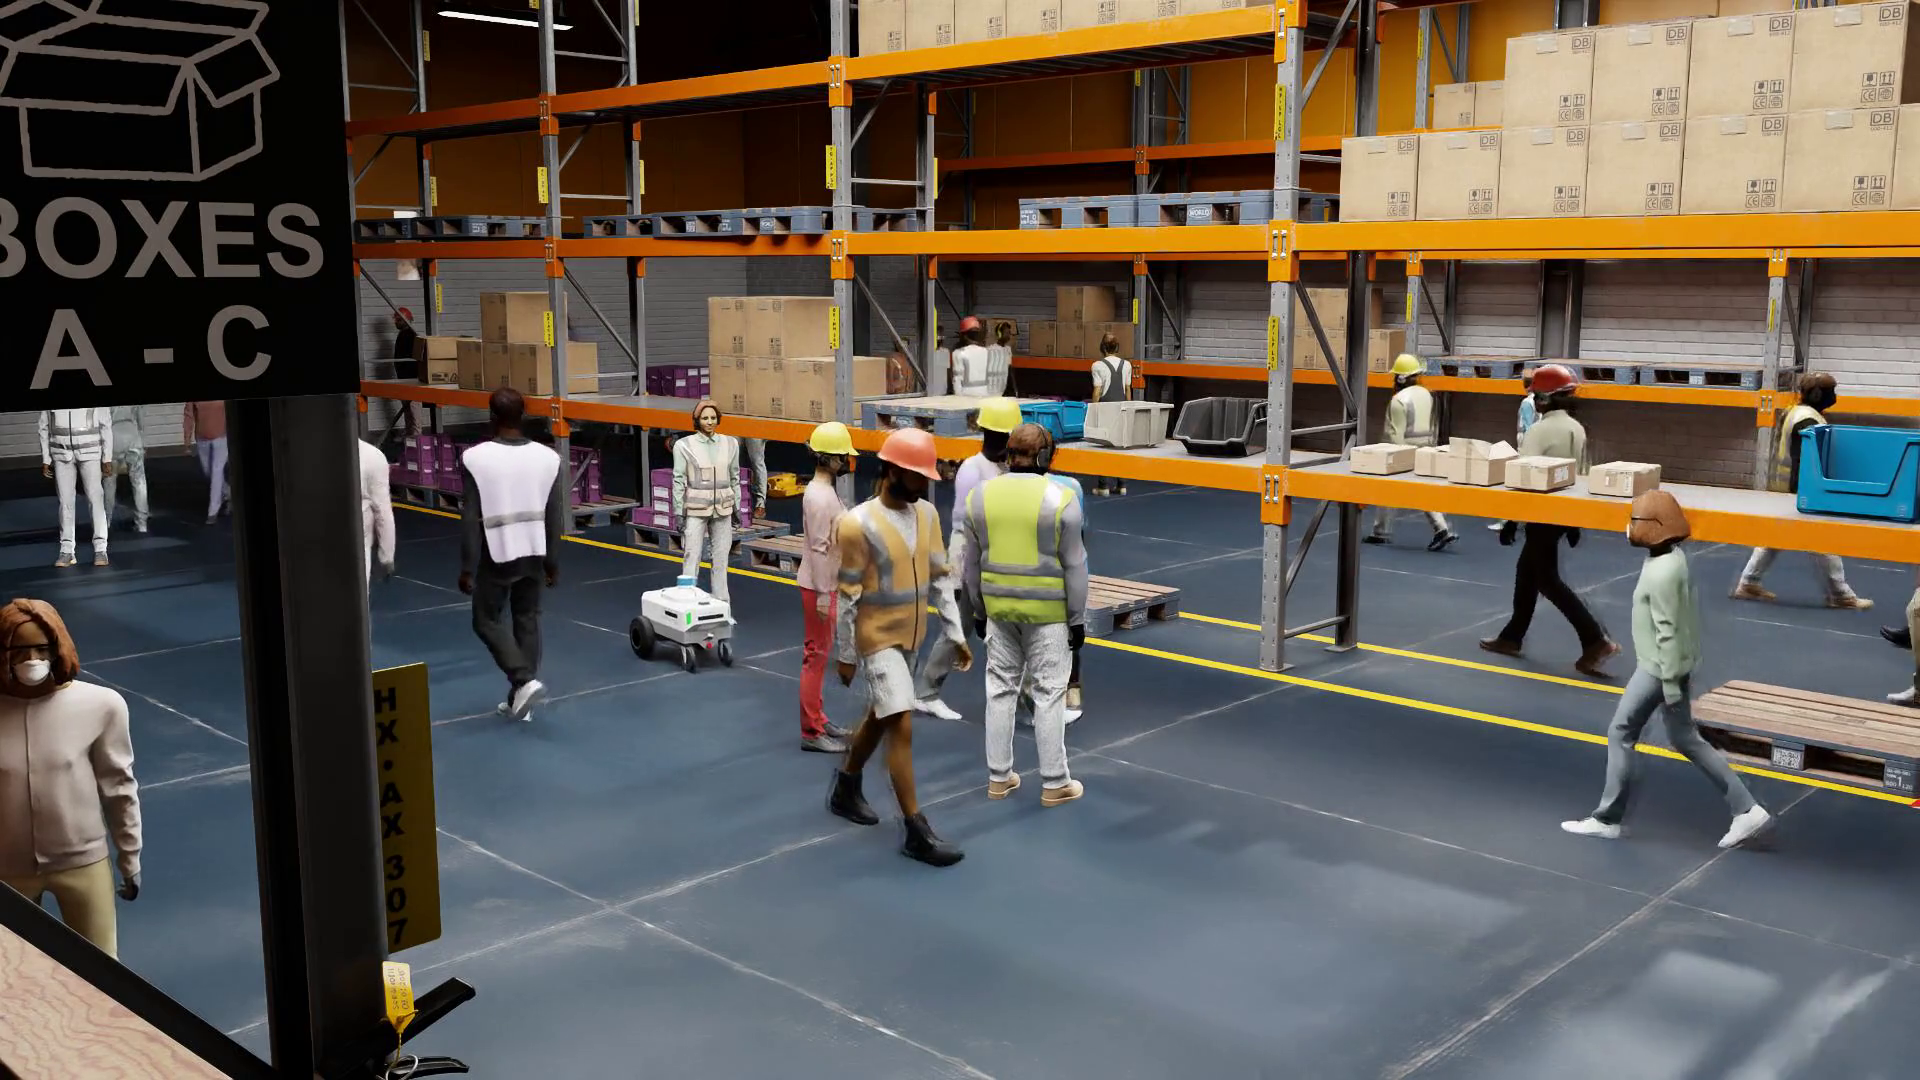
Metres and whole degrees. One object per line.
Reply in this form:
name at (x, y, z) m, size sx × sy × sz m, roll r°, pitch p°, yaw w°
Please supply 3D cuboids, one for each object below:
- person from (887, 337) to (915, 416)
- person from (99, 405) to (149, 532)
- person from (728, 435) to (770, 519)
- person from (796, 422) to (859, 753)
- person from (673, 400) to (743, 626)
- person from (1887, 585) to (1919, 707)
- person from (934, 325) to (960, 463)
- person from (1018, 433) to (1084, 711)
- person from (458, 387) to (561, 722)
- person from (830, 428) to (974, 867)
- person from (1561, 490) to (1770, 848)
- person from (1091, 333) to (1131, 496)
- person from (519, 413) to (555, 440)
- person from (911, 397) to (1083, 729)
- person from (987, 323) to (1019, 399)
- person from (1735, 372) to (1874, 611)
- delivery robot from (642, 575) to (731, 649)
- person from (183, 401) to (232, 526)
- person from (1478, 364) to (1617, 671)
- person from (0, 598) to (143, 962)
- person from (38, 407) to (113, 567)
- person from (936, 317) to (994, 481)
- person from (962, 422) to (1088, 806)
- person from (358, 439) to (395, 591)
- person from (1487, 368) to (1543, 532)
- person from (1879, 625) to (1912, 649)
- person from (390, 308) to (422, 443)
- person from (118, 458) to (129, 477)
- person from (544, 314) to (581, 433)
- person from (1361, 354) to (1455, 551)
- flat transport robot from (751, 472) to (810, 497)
person at (-0.822, -2.107, 23.792) m, size 0.541 × 1.584 × 0.877 m, roll -8°, pitch 12°, yaw -39°
person at (-8.237, -0.931, 16.274) m, size 0.891 × 1.682 × 0.508 m, roll 9°, pitch 13°, yaw 44°
person at (-2.196, -1.182, 17.068) m, size 0.627 × 1.941 × 0.370 m, roll 3°, pitch 10°, yaw 15°
person at (-0.699, 0.250, 8.849) m, size 0.335 × 1.762 × 0.520 m, roll 0°, pitch 9°, yaw -2°
person at (-1.796, -0.183, 11.860) m, size 0.523 × 1.638 × 0.311 m, roll -6°, pitch 11°, yaw -31°
person at (5.663, 0.087, 9.538) m, size 0.554 × 1.852 × 0.643 m, roll -3°, pitch 10°, yaw -17°
person at (-0.348, -1.964, 22.218) m, size 0.947 × 1.836 × 0.519 m, roll 8°, pitch 12°, yaw 40°
person at (0.487, 0.168, 9.689) m, size 0.539 × 1.660 × 0.852 m, roll -2°, pitch 10°, yaw -14°
person at (-2.500, 0.101, 9.310) m, size 0.613 × 1.905 × 0.487 m, roll -8°, pitch 12°, yaw -42°
person at (-0.315, 0.430, 7.393) m, size 0.943 × 1.884 × 0.545 m, roll 7°, pitch 12°, yaw 38°
person at (3.162, 0.574, 7.331) m, size 0.802 × 1.600 × 0.490 m, roll 5°, pitch 11°, yaw 30°
person at (1.688, -1.411, 18.760) m, size 0.506 × 1.846 × 0.348 m, roll -4°, pitch 10°, yaw -25°
person at (-6.323, -2.409, 24.714) m, size 0.633 × 1.908 × 0.848 m, roll 7°, pitch 12°, yaw 39°
person at (0.163, 0.137, 9.244) m, size 1.025 × 1.869 × 0.595 m, roll 3°, pitch 10°, yaw 15°
person at (0.592, -2.092, 23.042) m, size 0.993 × 1.809 × 0.522 m, roll 7°, pitch 11°, yaw 36°
person at (6.416, -0.379, 12.607) m, size 0.945 × 1.797 × 0.639 m, roll 4°, pitch 10°, yaw 21°
delivery robot at (-1.789, 0.475, 10.857) m, size 0.477 × 0.478 × 0.707 m, roll -7°, pitch 11°, yaw -36°
person at (-7.558, -1.045, 16.893) m, size 0.540 × 1.727 × 0.810 m, roll 0°, pitch 9°, yaw 1°
person at (3.839, -0.152, 10.705) m, size 0.612 × 1.964 × 0.954 m, roll -9°, pitch 13°, yaw -44°
person at (-2.661, 0.967, 4.858) m, size 0.501 × 1.629 × 0.272 m, roll -4°, pitch 10°, yaw -24°
person at (-7.602, -0.707, 14.317) m, size 0.572 × 1.887 × 0.356 m, roll -3°, pitch 10°, yaw -15°
person at (0.102, -1.640, 19.728) m, size 0.638 × 1.982 × 1.055 m, roll -6°, pitch 11°, yaw -34°
person at (0.332, 0.355, 7.966) m, size 0.621 × 1.838 × 0.429 m, roll 5°, pitch 10°, yaw 27°
person at (-3.608, 0.100, 9.475) m, size 0.679 × 1.837 × 1.031 m, roll -1°, pitch 9°, yaw -3°
person at (5.439, -0.850, 16.035) m, size 0.521 × 1.614 × 0.705 m, roll -8°, pitch 12°, yaw -41°
person at (6.487, -0.125, 10.769) m, size 0.575 × 1.883 × 1.012 m, roll -4°, pitch 10°, yaw -24°
person at (-8.143, -2.413, 24.447) m, size 0.390 × 1.992 × 0.624 m, roll -8°, pitch 12°, yaw -39°
person at (-10.544, -1.695, 20.512) m, size 0.429 × 1.841 × 0.634 m, roll 0°, pitch 9°, yaw -2°
person at (-6.257, -2.597, 25.903) m, size 0.669 × 1.887 × 0.686 m, roll -1°, pitch 9°, yaw -6°
person at (4.101, -0.792, 15.123) m, size 0.595 × 1.805 × 0.873 m, roll -8°, pitch 12°, yaw -40°
flat transport robot at (-2.458, -0.657, 18.949) m, size 1.431 × 0.197 × 0.652 m, roll 4°, pitch 10°, yaw 23°
